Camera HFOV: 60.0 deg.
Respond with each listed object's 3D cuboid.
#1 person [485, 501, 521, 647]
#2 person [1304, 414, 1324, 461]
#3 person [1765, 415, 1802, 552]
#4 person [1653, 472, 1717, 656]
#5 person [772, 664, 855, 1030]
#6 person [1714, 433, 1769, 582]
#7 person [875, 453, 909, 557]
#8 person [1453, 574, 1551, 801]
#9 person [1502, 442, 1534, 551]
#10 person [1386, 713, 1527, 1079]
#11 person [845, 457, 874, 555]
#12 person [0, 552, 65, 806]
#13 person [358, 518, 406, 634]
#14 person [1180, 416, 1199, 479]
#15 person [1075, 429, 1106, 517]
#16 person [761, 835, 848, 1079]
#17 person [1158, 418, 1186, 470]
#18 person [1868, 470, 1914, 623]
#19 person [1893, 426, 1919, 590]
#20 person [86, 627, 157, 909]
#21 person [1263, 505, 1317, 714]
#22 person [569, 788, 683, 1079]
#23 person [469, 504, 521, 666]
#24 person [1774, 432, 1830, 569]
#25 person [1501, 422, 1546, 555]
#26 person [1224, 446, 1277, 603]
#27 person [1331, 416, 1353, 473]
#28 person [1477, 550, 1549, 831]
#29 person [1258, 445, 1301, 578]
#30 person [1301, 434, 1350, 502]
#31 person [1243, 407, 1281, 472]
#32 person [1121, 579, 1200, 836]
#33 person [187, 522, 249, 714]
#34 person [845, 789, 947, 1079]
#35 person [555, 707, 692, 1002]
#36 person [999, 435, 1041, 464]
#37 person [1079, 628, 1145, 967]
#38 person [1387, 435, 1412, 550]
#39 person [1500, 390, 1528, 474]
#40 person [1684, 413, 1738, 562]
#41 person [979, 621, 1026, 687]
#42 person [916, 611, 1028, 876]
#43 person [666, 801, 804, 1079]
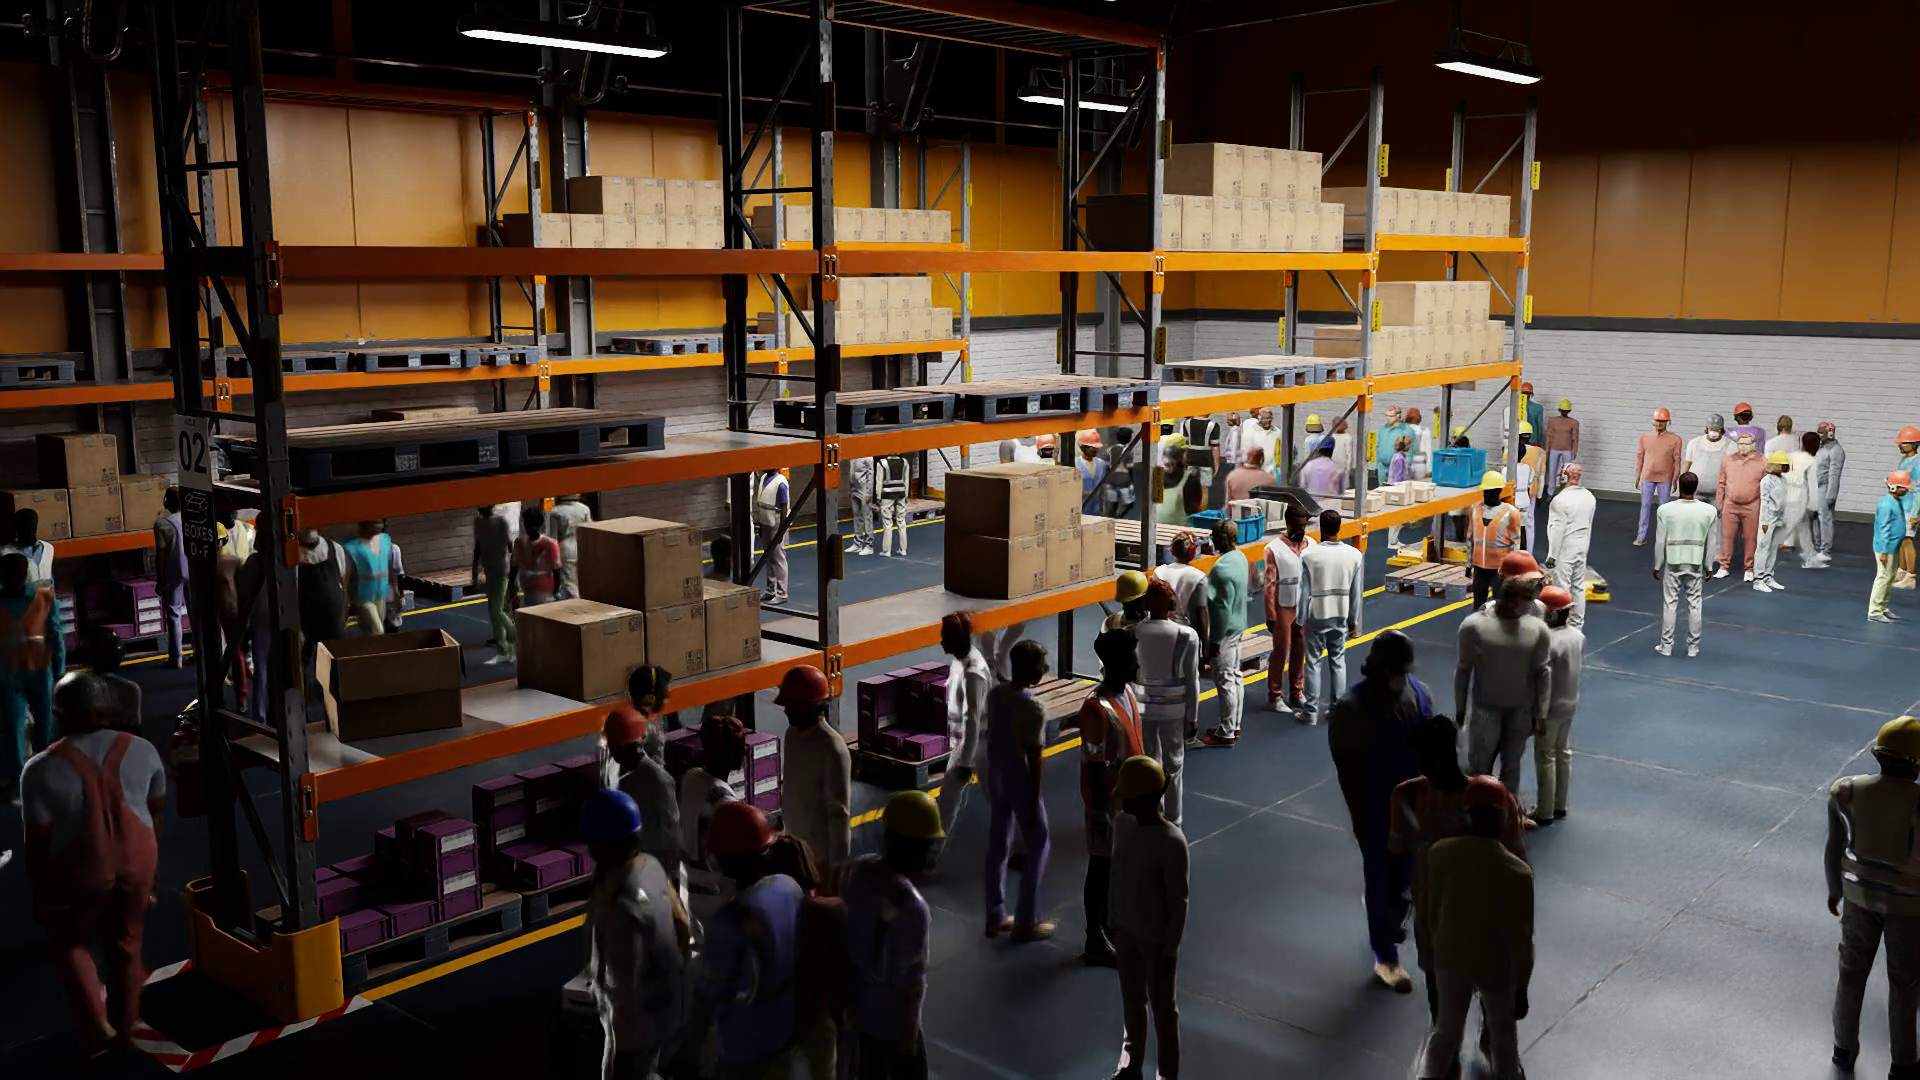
[{"bbox_3d":[-4.858,0.147,17.637,0.367,1.964,0.603,1,10,6],"label":"person"},{"bbox_3d":[5.424,-1.061,25.537,0.483,1.737,0.321,-7,12,-37],"label":"person"},{"bbox_3d":[11.498,-0.778,23.267,0.628,1.931,0.368,-2,10,-13],"label":"person"},{"bbox_3d":[7.463,0.250,17.152,0.592,1.922,0.392,2,10,12],"label":"person"},{"bbox_3d":[-0.786,1.620,8.791,0.410,1.986,0.620,-6,11,-30],"label":"person"},{"bbox_3d":[9.974,-0.422,21.210,0.652,1.904,0.402,7,12,37],"label":"person"},{"bbox_3d":[-0.927,-0.575,22.949,0.508,1.629,0.318,-6,11,-33],"label":"person"},{"bbox_3d":[3.786,1.192,11.594,0.642,1.918,0.594,1,10,3],"label":"person"},{"bbox_3d":[7.345,-0.454,22.021,0.535,1.697,0.318,-6,11,-32],"label":"person"},{"bbox_3d":[2.449,1.759,8.152,0.681,1.922,0.654,5,11,26],"label":"person"},{"bbox_3d":[-1.394,-0.663,23.129,0.298,1.745,0.484,-8,12,-39],"label":"person"},{"bbox_3d":[-7.183,1.019,12.705,0.621,1.897,0.750,-7,12,-35],"label":"person"},{"bbox_3d":[-5.564,0.563,15.951,0.533,1.697,0.318,1,10,6],"label":"person"},{"bbox_3d":[3.626,-1.305,26.419,0.386,1.929,0.543,-4,11,-25],"label":"person"},{"bbox_3d":[1.566,-0.346,20.405,0.609,2.033,0.434,-7,12,-34],"label":"person"},{"bbox_3d":[-0.711,2.071,7.167,0.504,1.628,0.277,-4,10,-23],"label":"person"},{"bbox_3d":[2.938,-0.840,23.670,0.586,1.918,0.396,5,11,29],"label":"person"},{"bbox_3d":[10.507,0.071,18.762,0.354,1.737,0.576,8,13,41],"label":"person"},{"bbox_3d":[11.761,-0.398,20.699,0.403,2.034,0.613,2,10,13],"label":"person"},{"bbox_3d":[-5.245,1.445,10.299,0.543,1.825,0.463,1,10,3],"label":"person"},{"bbox_3d":[2.973,0.618,15.014,0.597,1.907,0.408,-6,11,-33],"label":"person"},{"bbox_3d":[-1.277,1.959,6.921,0.638,1.927,0.624,0,10,0],"label":"person"},{"bbox_3d":[-4.688,0.360,16.713,0.595,1.852,0.376,7,12,35],"label":"person"},{"bbox_3d":[11.020,-0.506,21.888,1.021,1.863,0.601,0,10,-2],"label":"person"},{"bbox_3d":[7.595,-0.642,22.498,0.588,1.917,0.400,-1,10,-4],"label":"person"},{"bbox_3d":[3.572,-0.196,19.990,0.679,1.854,0.979,8,12,38],"label":"person"},{"bbox_3d":[6.041,-1.167,26.482,0.277,1.633,0.507,-5,11,-30],"label":"person"},{"bbox_3d":[3.925,1.080,11.818,0.608,2.048,0.370,-4,10,-24],"label":"person"},{"bbox_3d":[4.108,-0.337,21.093,0.618,1.765,0.933,-3,10,-18],"label":"person"},{"bbox_3d":[4.588,-0.361,20.816,0.599,1.913,0.892,7,12,35],"label":"person"},{"bbox_3d":[4.553,-1.042,24.947,0.646,1.897,0.398,-3,10,-18],"label":"person"},{"bbox_3d":[1.381,1.205,11.590,0.572,1.878,0.347,3,10,16],"label":"person"},{"bbox_3d":[-6.649,0.697,14.944,0.524,1.769,0.308,-2,10,-11],"label":"person"},{"bbox_3d":[-0.383,1.973,6.951,0.755,1.893,0.641,-5,11,-29],"label":"person"},{"bbox_3d":[-1.743,1.721,9.010,0.927,1.697,0.571,-6,11,-34],"label":"person"},{"bbox_3d":[0.906,-0.830,23.238,0.689,2.000,0.538,-4,10,-23],"label":"person"},{"bbox_3d":[0.893,1.475,9.700,0.365,1.966,0.608,4,10,22],"label":"person"},{"bbox_3d":[6.206,-0.672,23.515,0.321,1.631,0.527,2,10,14],"label":"person"},{"bbox_3d":[9.520,-1.641,28.552,0.356,1.883,0.574,-5,11,-29],"label":"person"},{"bbox_3d":[10.183,-0.724,22.607,0.681,2.000,0.535,7,12,35],"label":"person"},{"bbox_3d":[0.363,0.458,15.974,0.687,1.888,0.430,-8,12,-39],"label":"person"},{"bbox_3d":[0.082,1.337,10.985,0.972,1.814,0.638,-2,10,-11],"label":"person"},{"bbox_3d":[-0.898,1.985,6.768,0.448,1.923,0.571,4,10,23],"label":"person"}]
